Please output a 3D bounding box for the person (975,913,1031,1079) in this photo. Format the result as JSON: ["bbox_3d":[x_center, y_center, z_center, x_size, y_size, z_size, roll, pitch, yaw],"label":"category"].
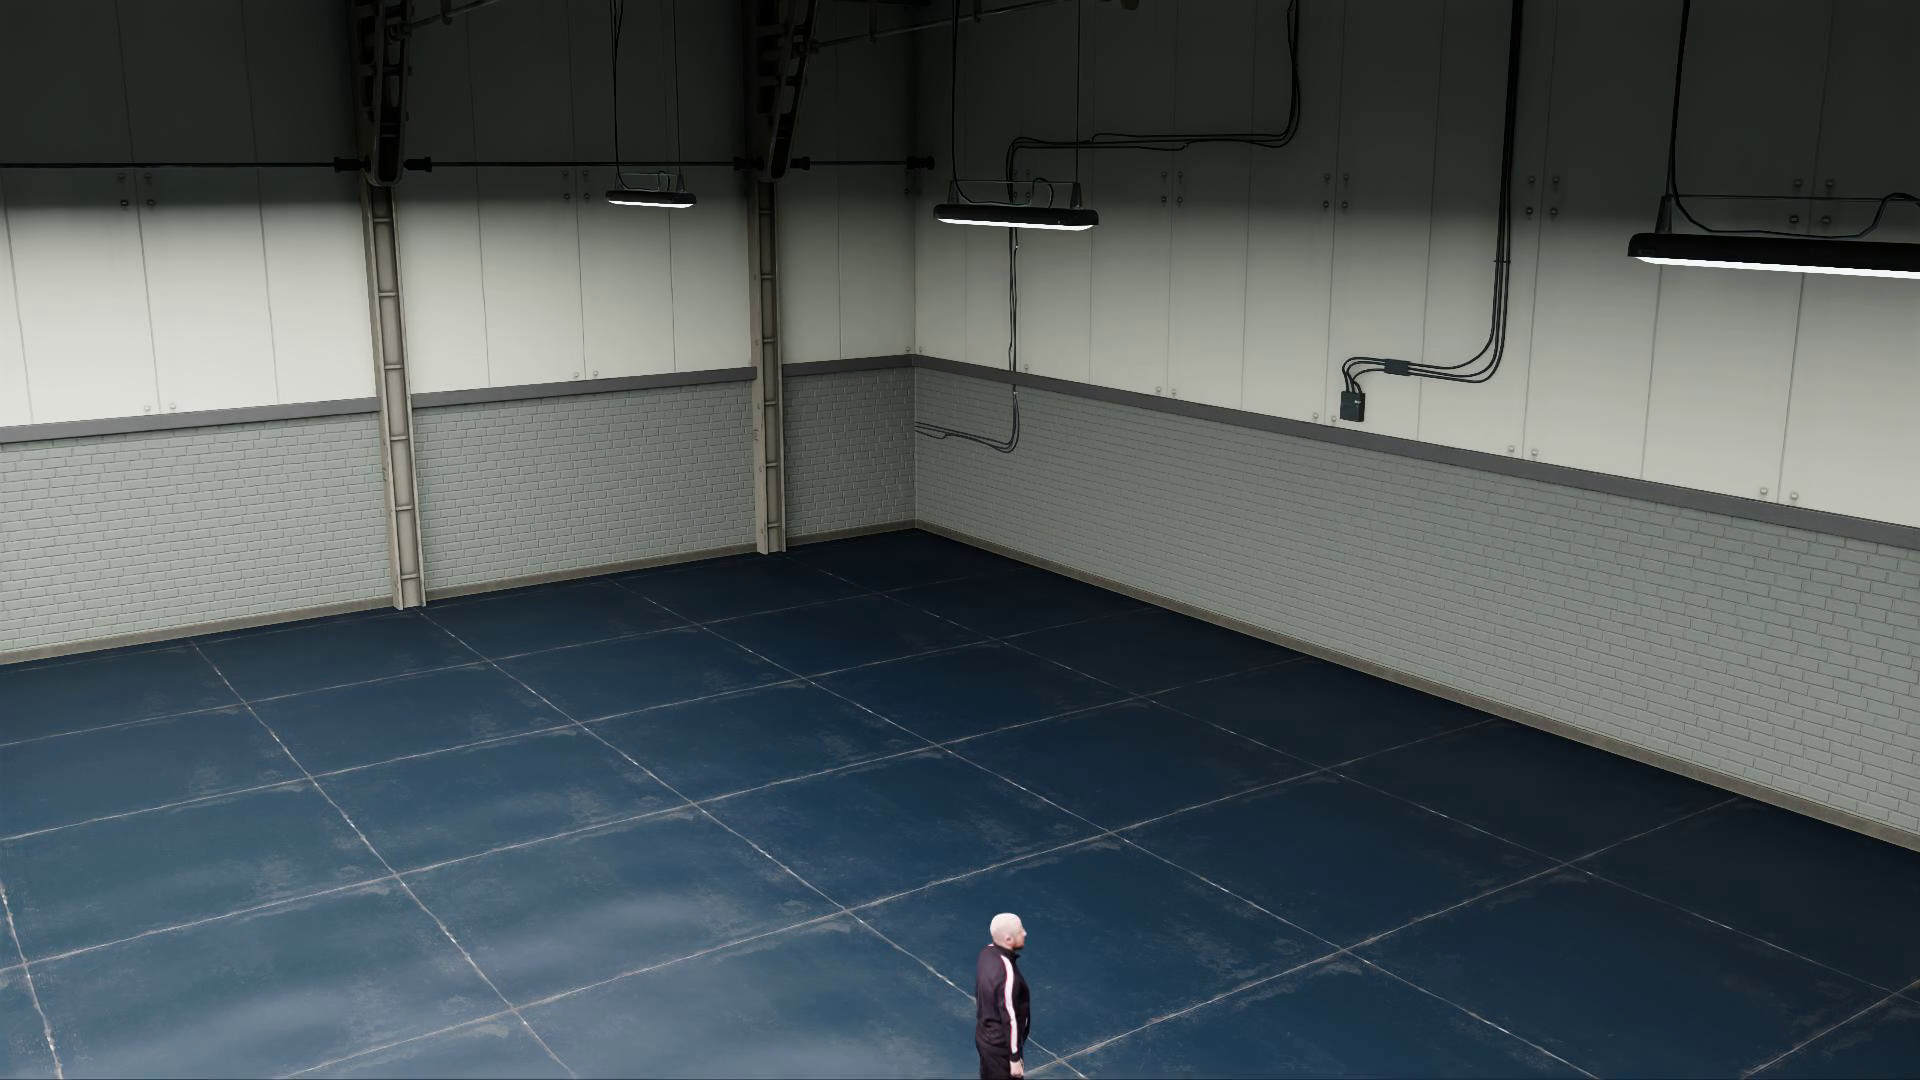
[{"bbox_3d":[0.246,3.218,10.515,0.680,1.833,0.746,-4,14,-18],"label":"person"}]
